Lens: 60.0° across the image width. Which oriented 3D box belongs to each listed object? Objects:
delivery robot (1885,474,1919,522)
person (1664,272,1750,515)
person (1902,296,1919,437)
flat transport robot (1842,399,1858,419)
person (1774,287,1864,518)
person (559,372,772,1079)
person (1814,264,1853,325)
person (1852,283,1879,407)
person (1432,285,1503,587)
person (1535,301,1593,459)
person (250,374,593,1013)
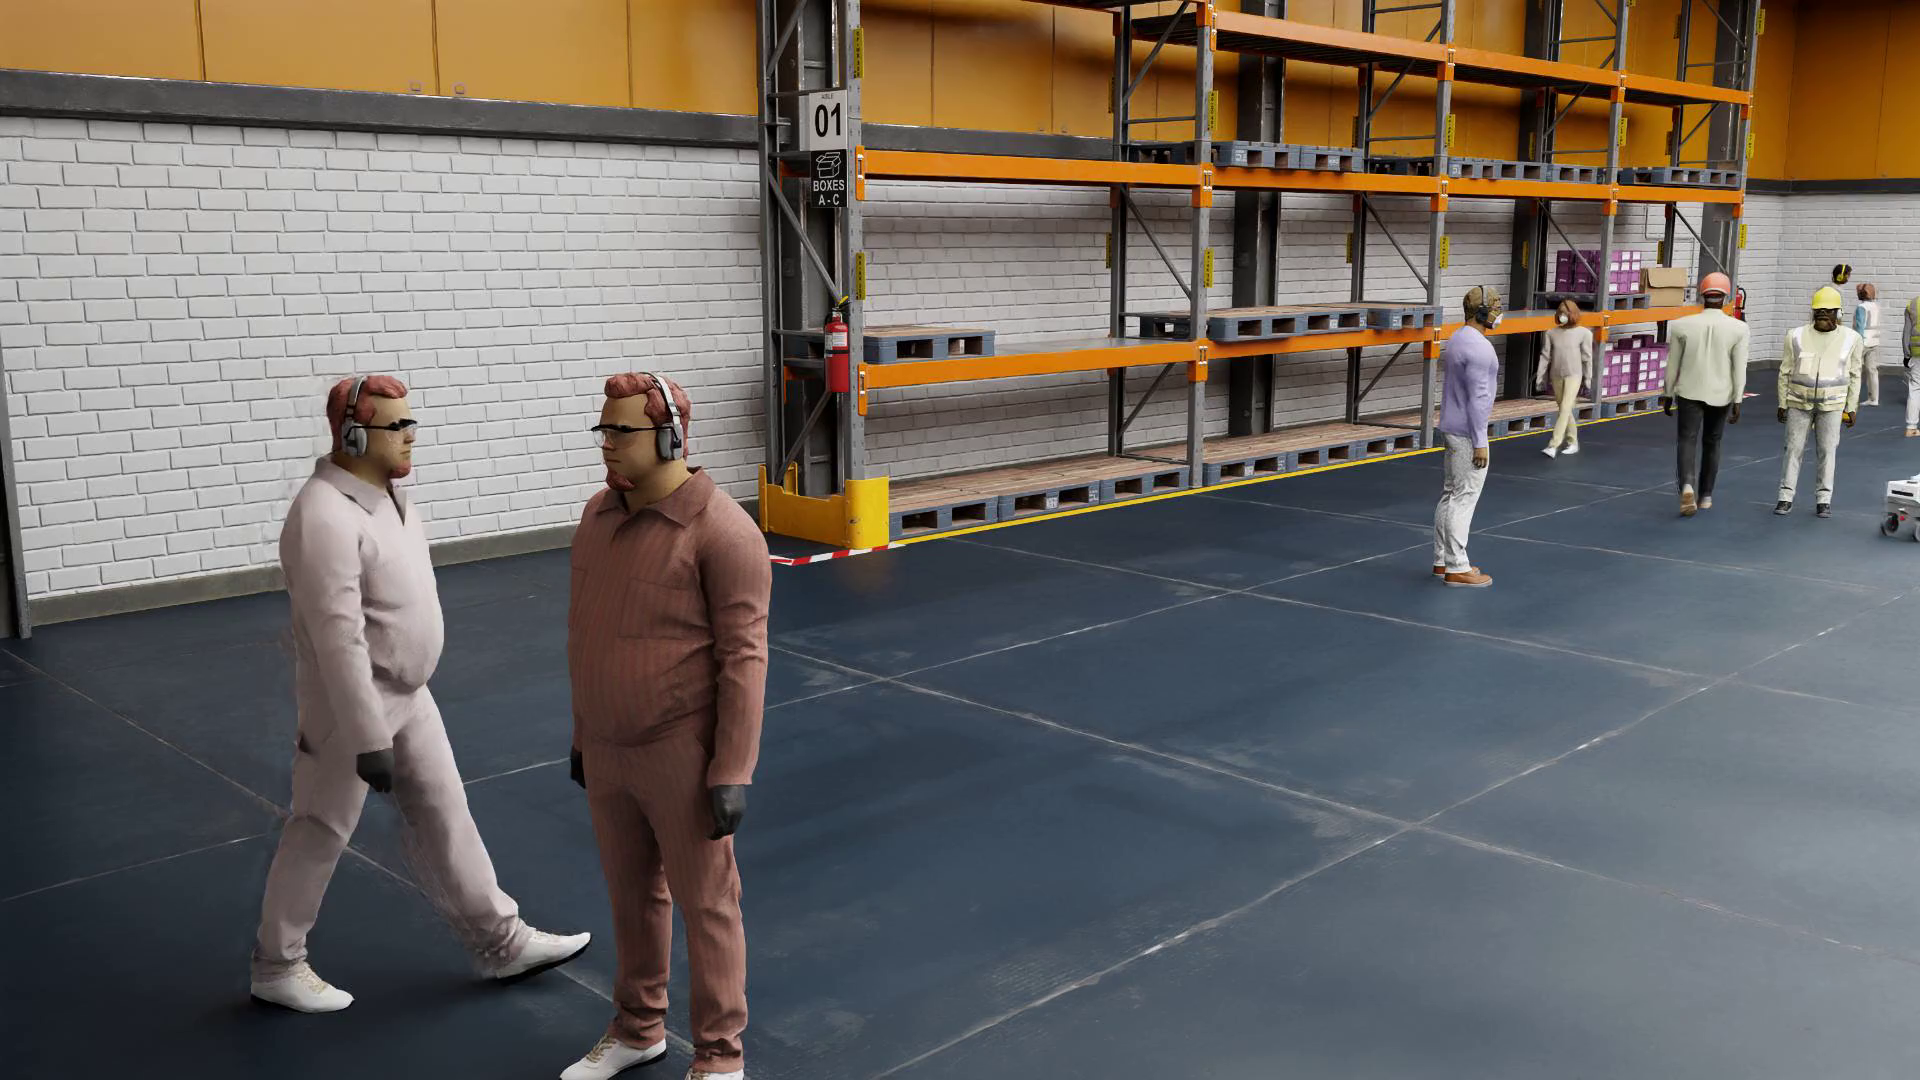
[{"bbox_3d":[7.268,-0.337,12.383,0.707,0.478,0.477,-4,11,-21],"label":"delivery robot"},{"bbox_3d":[6.011,-1.181,13.434,0.604,1.954,0.967,4,11,21],"label":"person"},{"bbox_3d":[10.794,-2.044,18.435,0.429,1.842,0.636,-8,13,-38],"label":"person"},{"bbox_3d":[10.808,-1.676,20.714,0.652,0.197,1.431,6,12,29],"label":"flat transport robot"},{"bbox_3d":[6.837,-1.093,13.270,0.588,1.835,0.404,6,12,29],"label":"person"},{"bbox_3d":[-0.780,0.529,4.224,0.639,1.911,0.406,8,13,37],"label":"person"},{"bbox_3d":[12.331,-2.999,23.677,0.510,1.839,0.568,-1,10,-5],"label":"person"},{"bbox_3d":[11.829,-2.575,21.957,0.534,1.607,0.741,-8,13,-37],"label":"person"},{"bbox_3d":[3.256,-0.662,10.674,0.368,1.932,0.623,1,10,6],"label":"person"},{"bbox_3d":[6.106,-1.628,16.853,0.872,1.578,0.517,-10,14,-42],"label":"person"},{"bbox_3d":[-1.626,0.457,4.761,0.988,1.850,0.682,0,10,1],"label":"person"}]
